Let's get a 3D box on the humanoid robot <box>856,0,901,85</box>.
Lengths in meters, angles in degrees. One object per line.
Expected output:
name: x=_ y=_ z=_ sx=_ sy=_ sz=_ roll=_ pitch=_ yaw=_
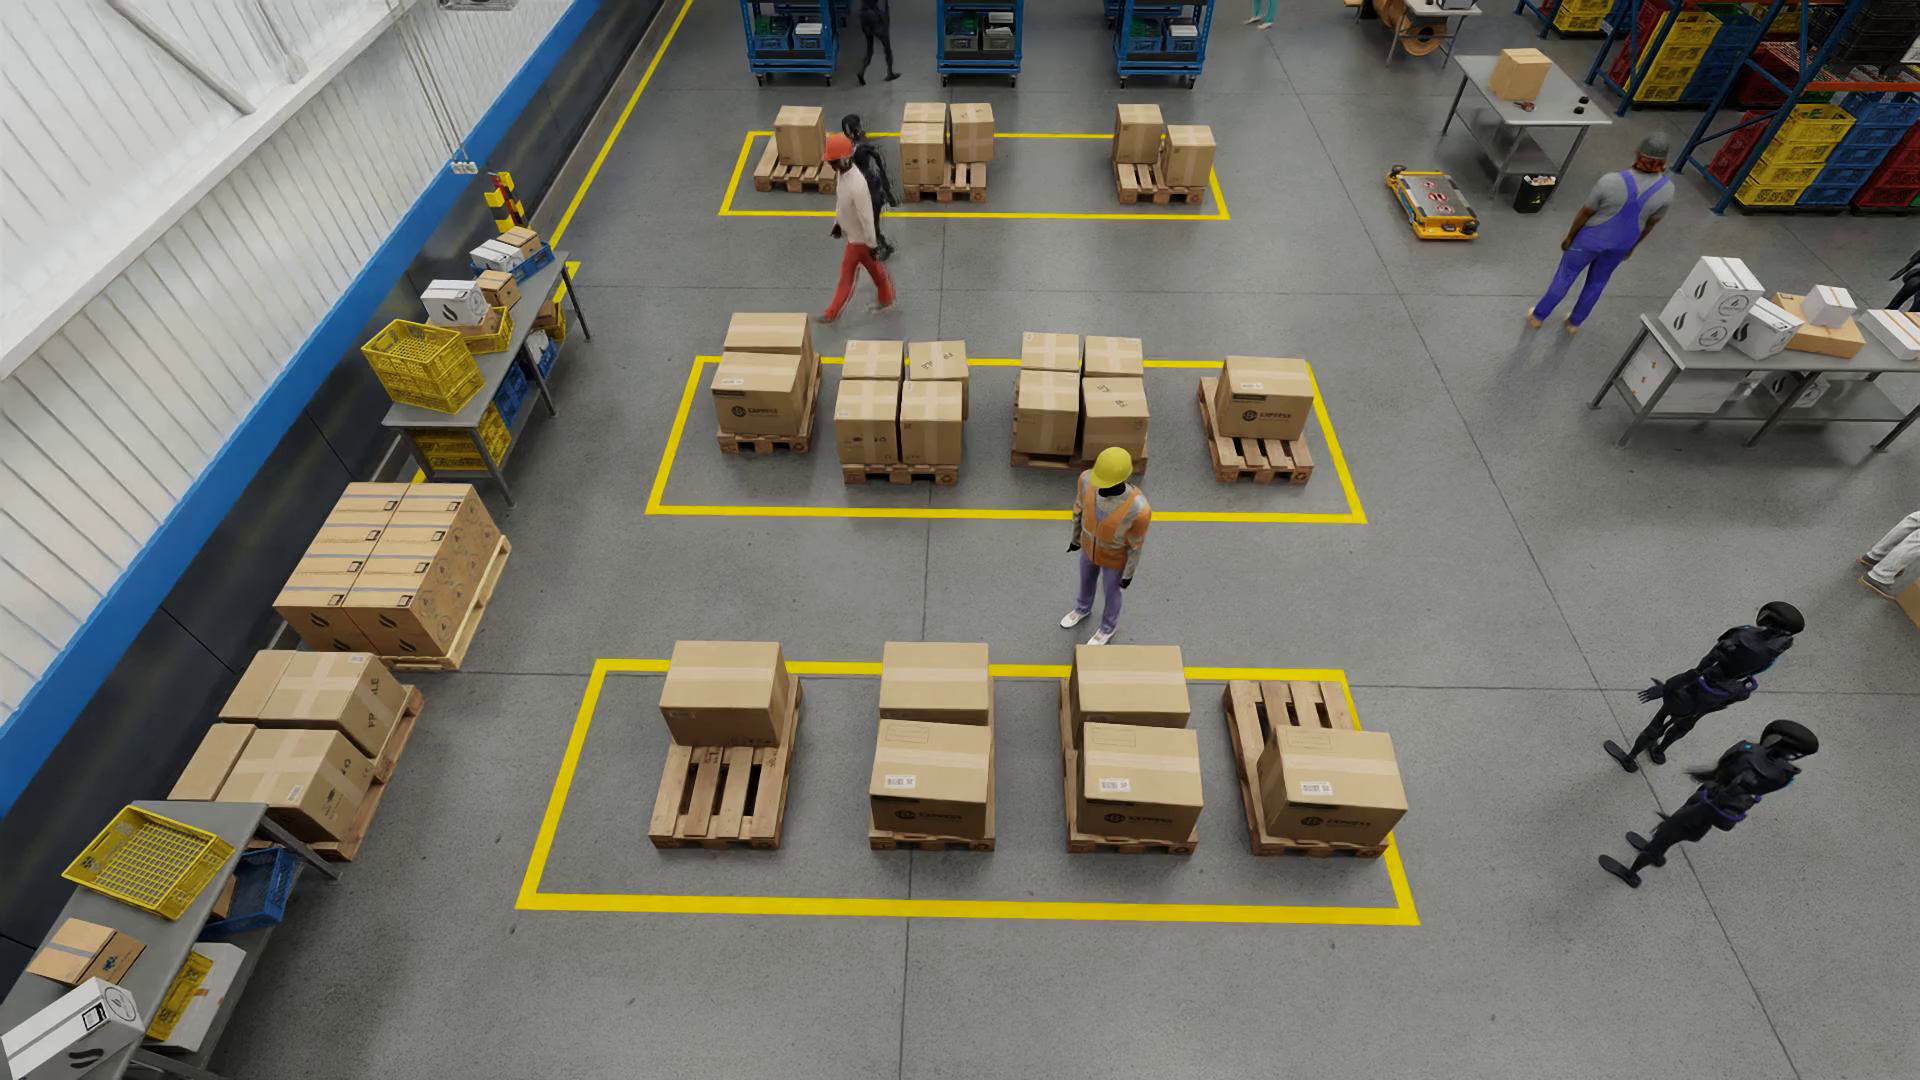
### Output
humanoid robot: x=-1.236 y=-7.334 z=12.958 sx=0.588 sy=1.632 sz=0.643 roll=29 pitch=55 yaw=23

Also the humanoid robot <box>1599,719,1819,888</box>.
humanoid robot: x=4.293 y=1.519 z=5.281 sx=0.579 sy=1.654 sz=0.317 roll=-28 pitch=55 yaw=-22

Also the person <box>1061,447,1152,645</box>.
person: x=0.990 y=0.073 z=6.383 sx=0.579 sy=1.919 sz=0.394 roll=35 pitch=58 yaw=27

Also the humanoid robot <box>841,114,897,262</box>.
humanoid robot: x=-1.006 y=-3.801 z=9.898 sx=0.607 sy=1.625 sz=0.492 roll=30 pitch=56 yaw=23

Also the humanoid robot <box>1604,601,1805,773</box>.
humanoid robot: x=4.696 y=0.927 z=5.790 sx=0.586 sy=1.657 sz=0.327 roll=-9 pitch=50 yaw=-8

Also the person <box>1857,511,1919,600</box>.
person: x=7.437 y=-0.313 z=6.736 sx=0.356 sy=1.884 sz=0.573 roll=27 pitch=54 yaw=21

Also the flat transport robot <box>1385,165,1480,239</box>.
flat transport robot: x=5.692 y=-4.094 z=11.059 sx=0.652 sy=0.197 sz=1.431 roll=1 pitch=49 yaw=1

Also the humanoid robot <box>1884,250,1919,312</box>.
humanoid robot: x=9.234 y=-2.477 z=8.736 sx=0.326 sy=1.657 sz=0.596 roll=2 pitch=49 yaw=2

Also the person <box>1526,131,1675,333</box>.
person: x=6.263 y=-2.971 z=8.935 sx=0.678 sy=2.000 sz=0.535 roll=11 pitch=50 yaw=9

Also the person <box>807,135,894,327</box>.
person: x=-1.141 y=-3.008 z=9.032 sx=1.010 sy=1.936 sz=0.634 roll=-14 pitch=51 yaw=-12

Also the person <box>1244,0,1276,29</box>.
person: x=4.826 y=-8.896 z=14.256 sx=0.529 sy=1.751 sz=0.524 roll=-15 pitch=51 yaw=-13
